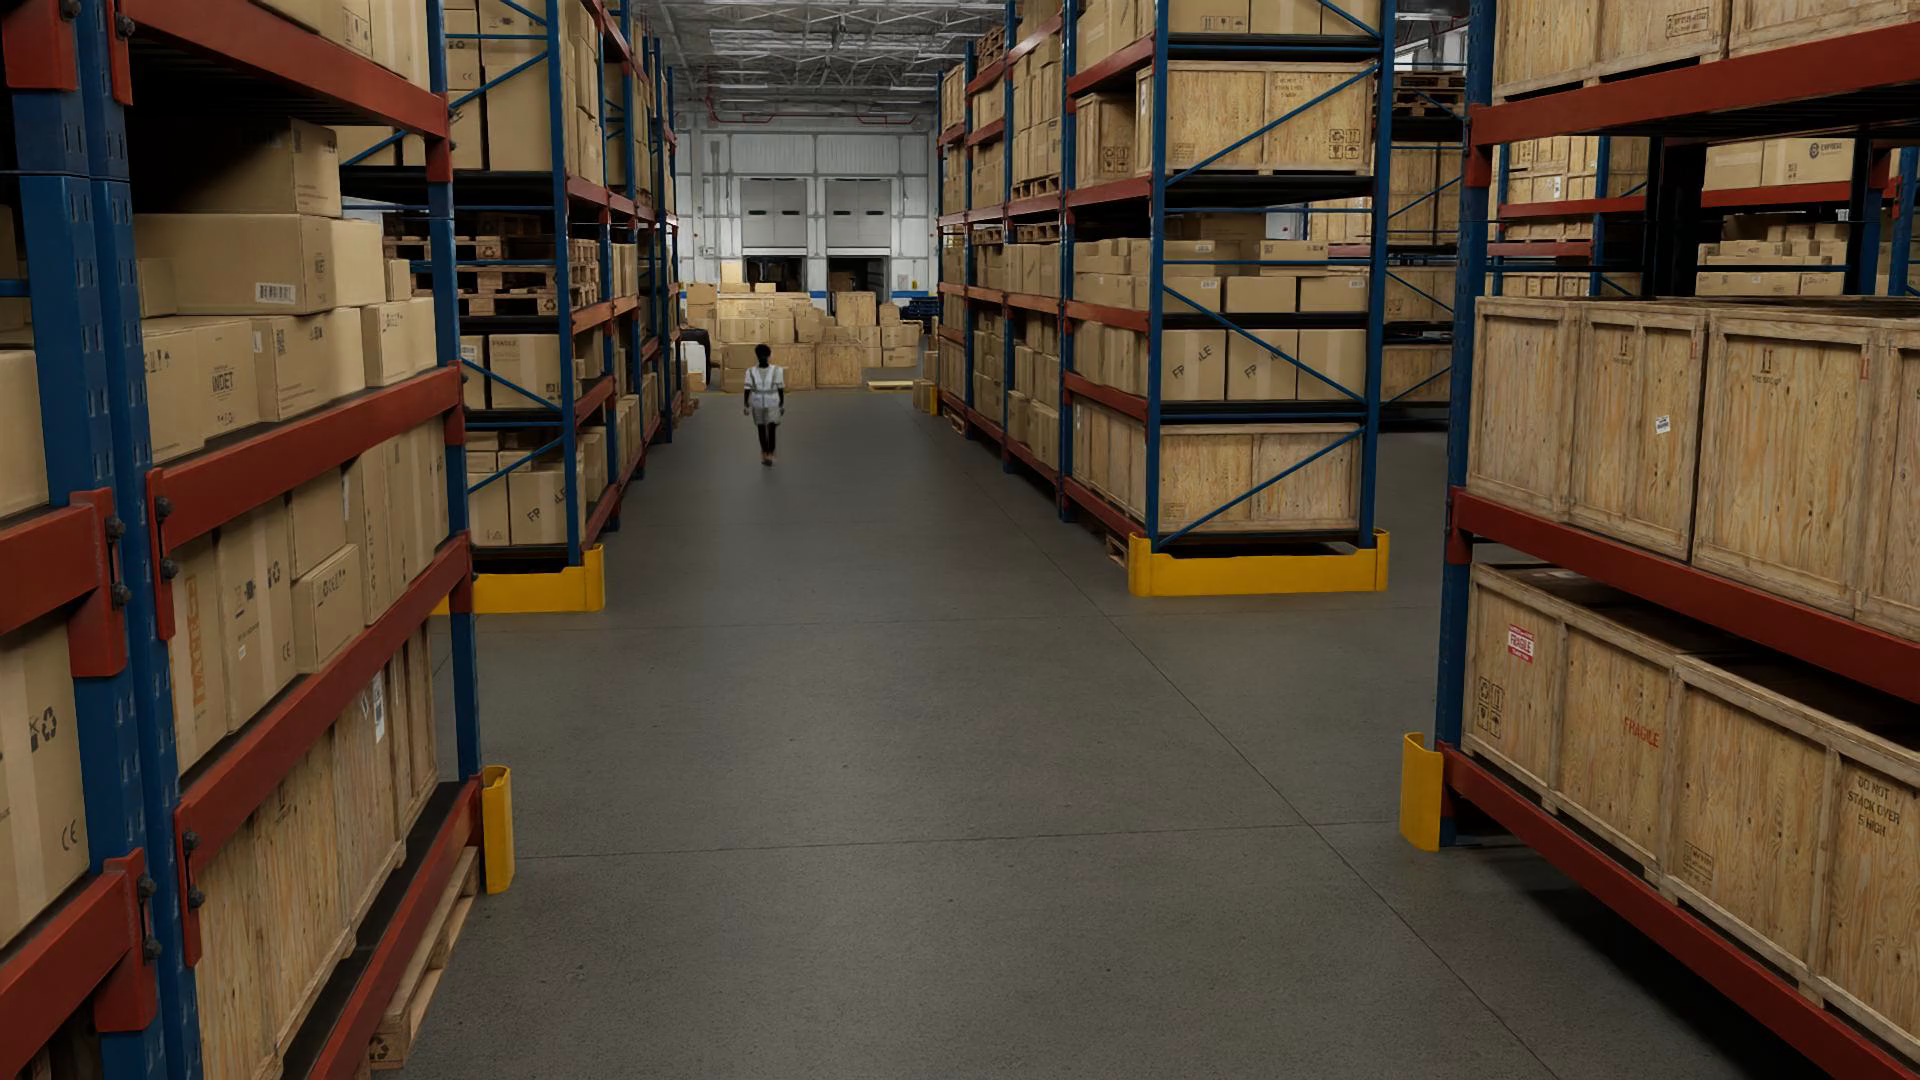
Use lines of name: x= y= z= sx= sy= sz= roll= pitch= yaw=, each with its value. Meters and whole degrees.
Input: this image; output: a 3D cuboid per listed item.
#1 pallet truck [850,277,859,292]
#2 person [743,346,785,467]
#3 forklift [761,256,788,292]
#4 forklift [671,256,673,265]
pallet truck: x=-3.782 y=-9.391 z=65.808 sx=1.885 sy=1.965 sz=0.823 roll=2 pitch=10 yaw=10
person: x=-2.689 y=-1.822 z=22.720 sx=0.553 sy=1.648 sz=0.861 roll=0 pitch=10 yaw=2
forklift: x=-6.760 y=-8.992 z=60.913 sx=1.129 sy=2.768 sz=1.873 roll=-6 pitch=12 yaw=-33
forklift: x=-10.985 y=-9.066 z=61.343 sx=1.129 sy=2.768 sz=1.873 roll=-1 pitch=10 yaw=-7
